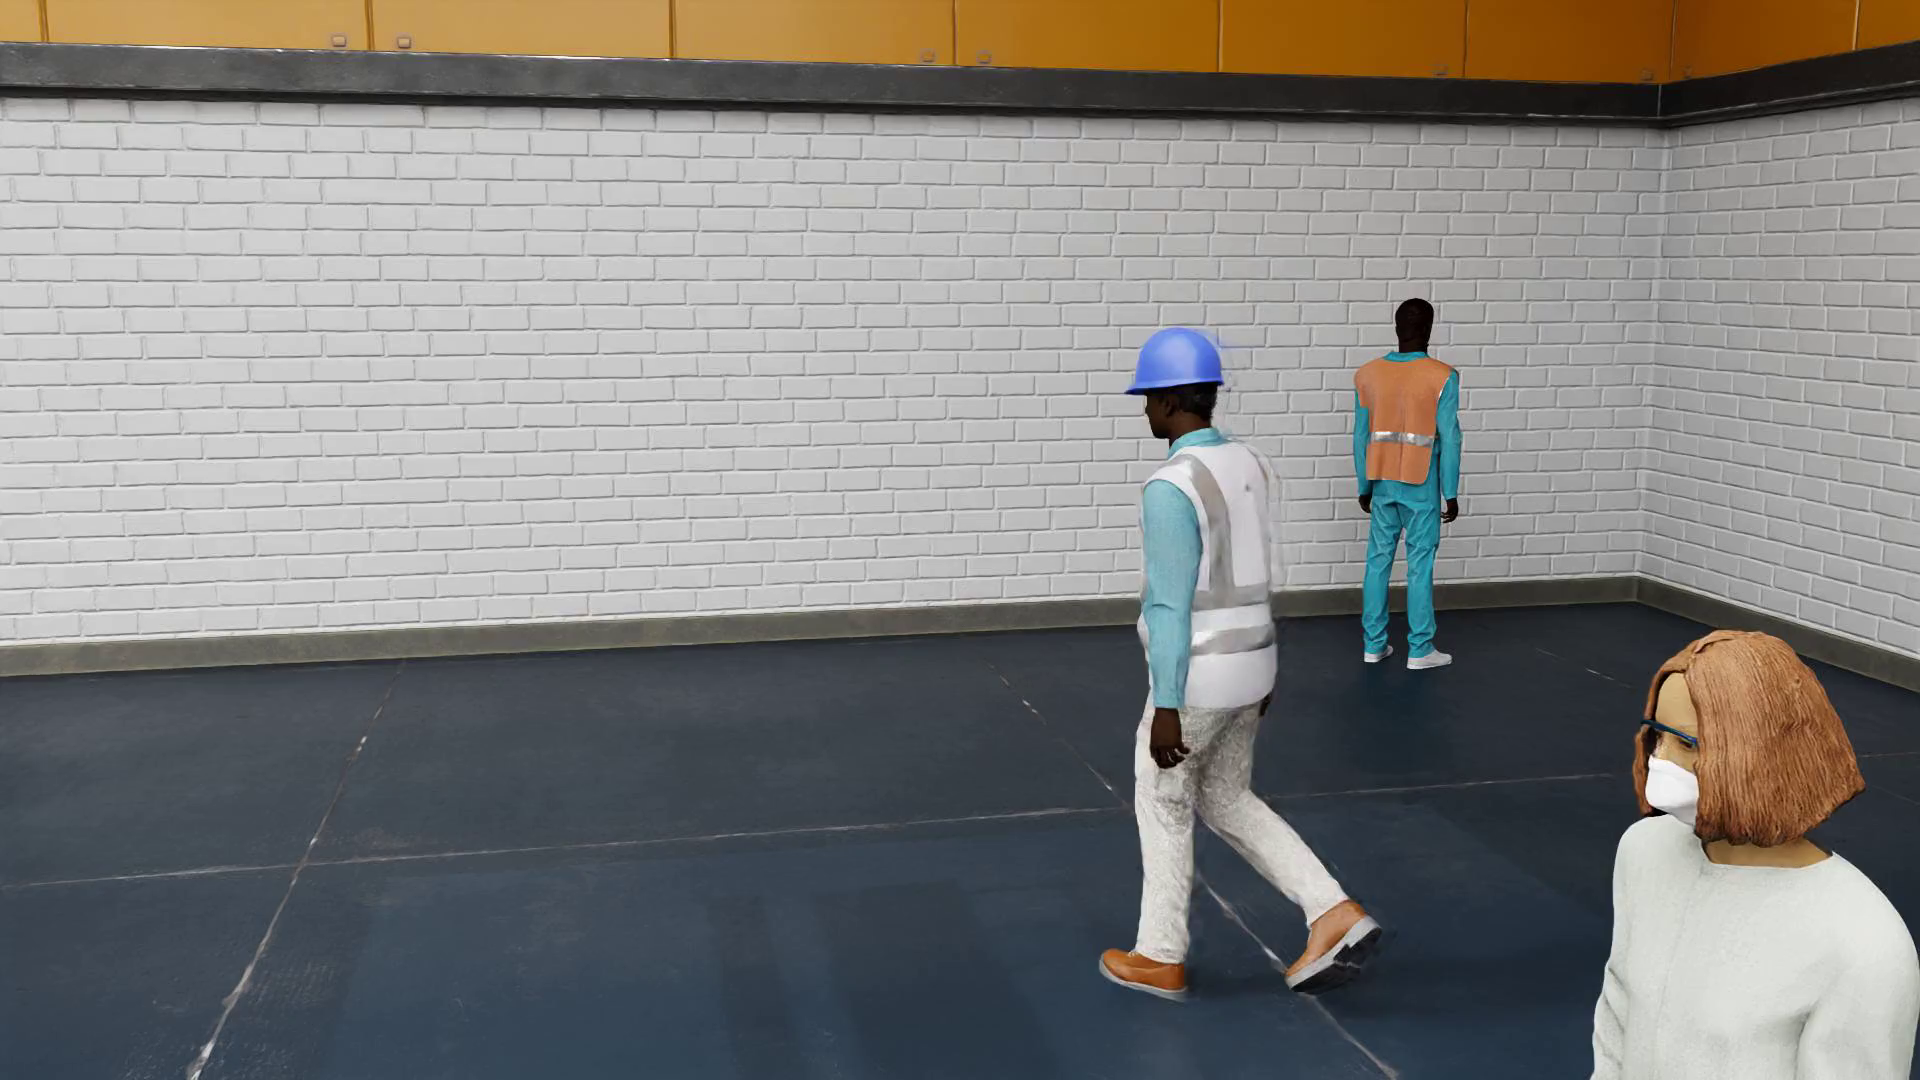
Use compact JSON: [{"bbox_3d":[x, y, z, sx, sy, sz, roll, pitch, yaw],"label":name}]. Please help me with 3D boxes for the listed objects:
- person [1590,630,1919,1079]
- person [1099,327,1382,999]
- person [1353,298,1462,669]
[{"bbox_3d":[0.978,0.917,2.152,0.285,1.627,0.502,-2,10,-14],"label":"person"},{"bbox_3d":[0.765,0.371,4.610,0.721,1.915,0.663,6,11,34],"label":"person"},{"bbox_3d":[2.304,-0.287,8.614,0.591,1.915,0.393,8,12,41],"label":"person"}]
